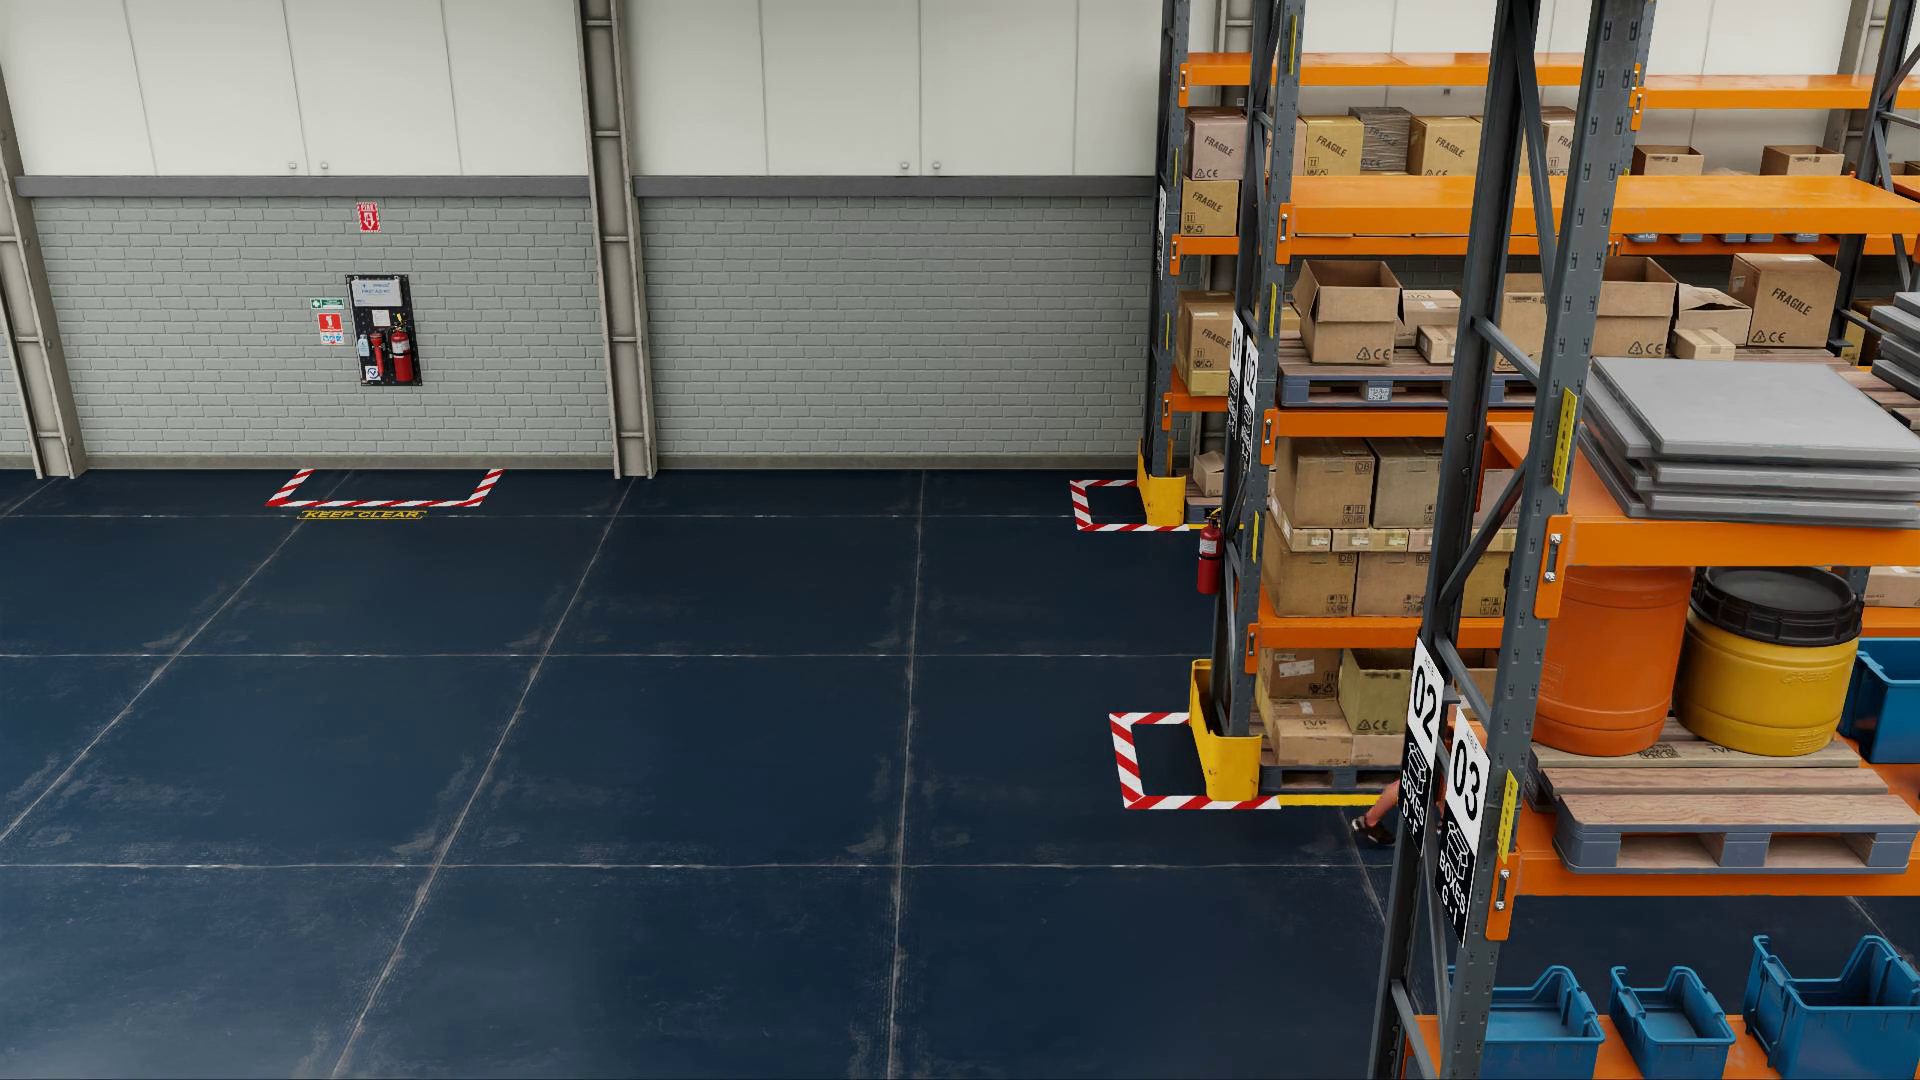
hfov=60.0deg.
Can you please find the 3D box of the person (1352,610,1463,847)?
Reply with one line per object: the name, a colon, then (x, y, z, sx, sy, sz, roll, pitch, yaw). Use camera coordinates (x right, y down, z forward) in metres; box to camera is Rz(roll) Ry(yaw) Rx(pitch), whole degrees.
person: (2.948, 1.161, 10.665, 1.145, 1.839, 0.749, 3, 23, 6)
